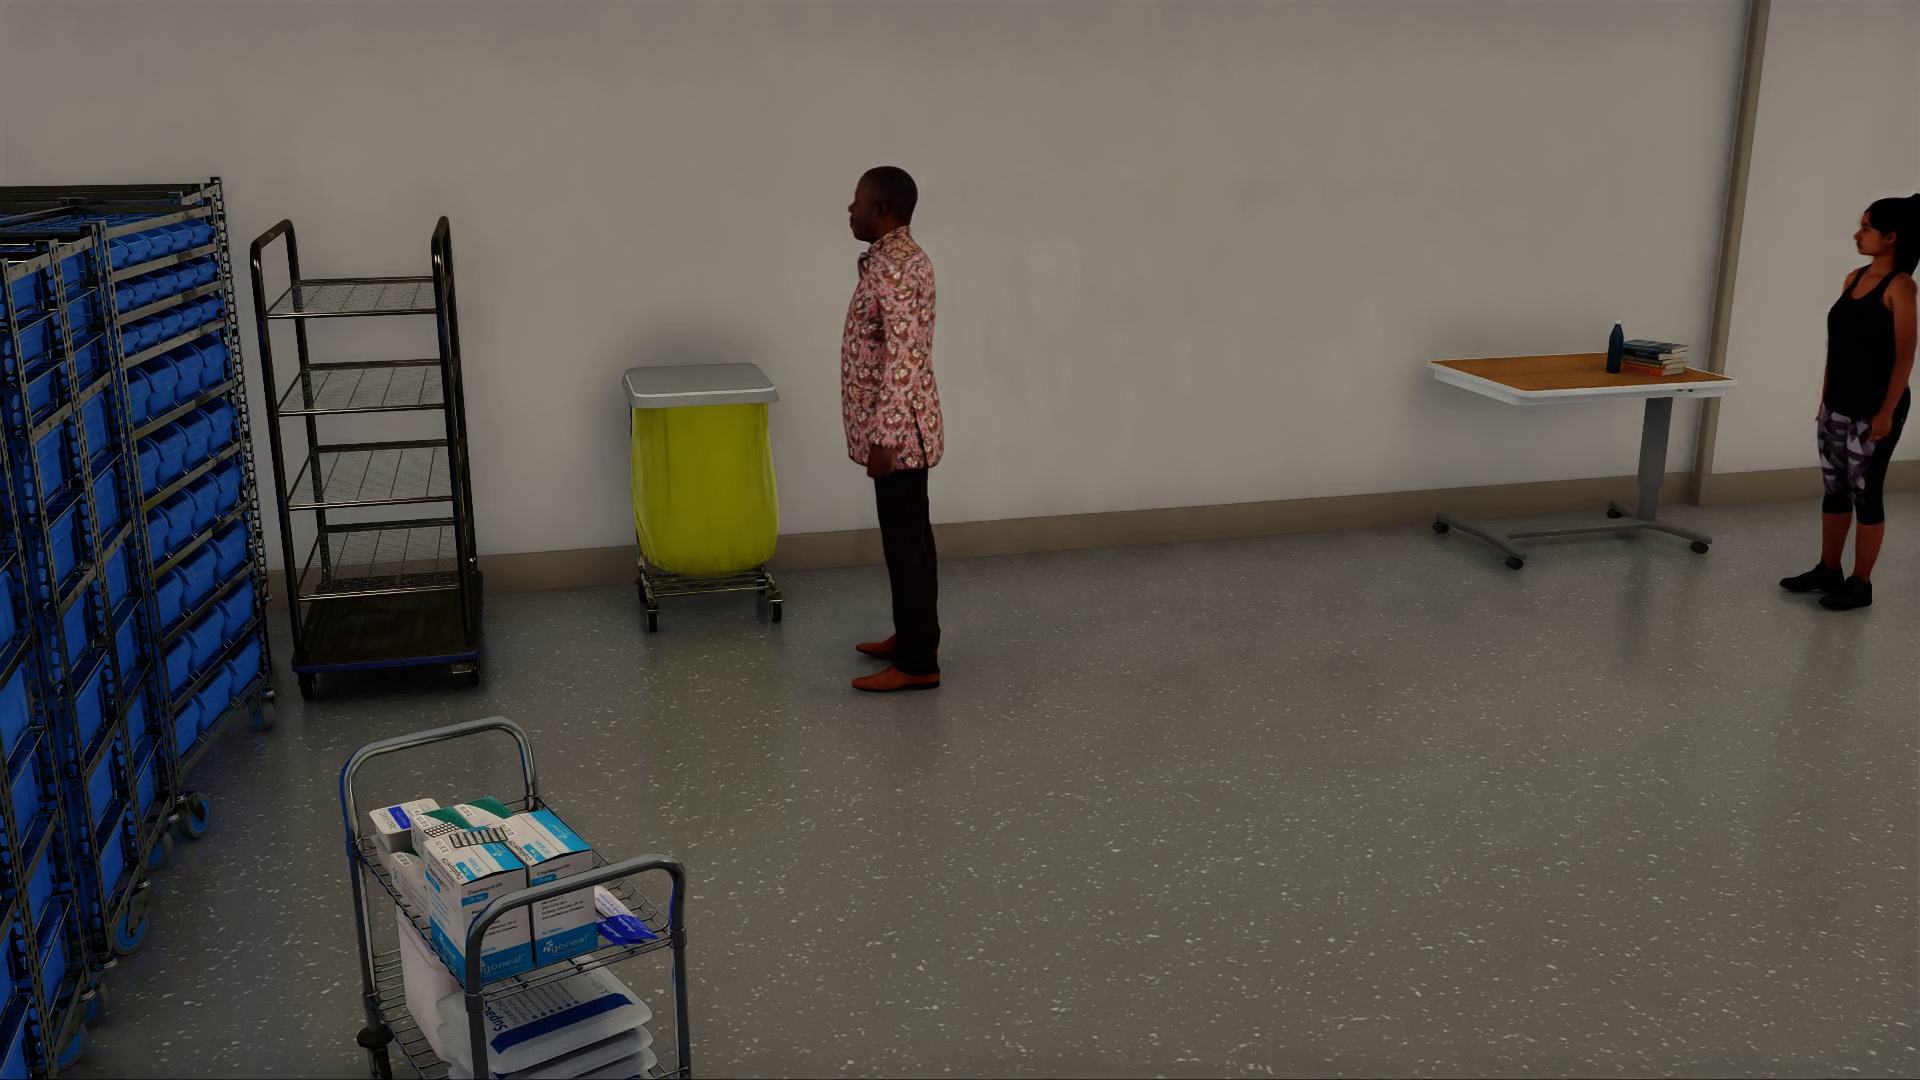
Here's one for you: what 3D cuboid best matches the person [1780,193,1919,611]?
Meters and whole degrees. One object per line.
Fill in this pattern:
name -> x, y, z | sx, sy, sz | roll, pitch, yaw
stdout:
person -> 3.631, -0.555, 6.677 | 0.552, 1.662, 0.605 | -2, 16, -6

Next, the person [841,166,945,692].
person -> -0.208, -0.381, 5.795 | 0.698, 1.807, 0.757 | 1, 16, 2
